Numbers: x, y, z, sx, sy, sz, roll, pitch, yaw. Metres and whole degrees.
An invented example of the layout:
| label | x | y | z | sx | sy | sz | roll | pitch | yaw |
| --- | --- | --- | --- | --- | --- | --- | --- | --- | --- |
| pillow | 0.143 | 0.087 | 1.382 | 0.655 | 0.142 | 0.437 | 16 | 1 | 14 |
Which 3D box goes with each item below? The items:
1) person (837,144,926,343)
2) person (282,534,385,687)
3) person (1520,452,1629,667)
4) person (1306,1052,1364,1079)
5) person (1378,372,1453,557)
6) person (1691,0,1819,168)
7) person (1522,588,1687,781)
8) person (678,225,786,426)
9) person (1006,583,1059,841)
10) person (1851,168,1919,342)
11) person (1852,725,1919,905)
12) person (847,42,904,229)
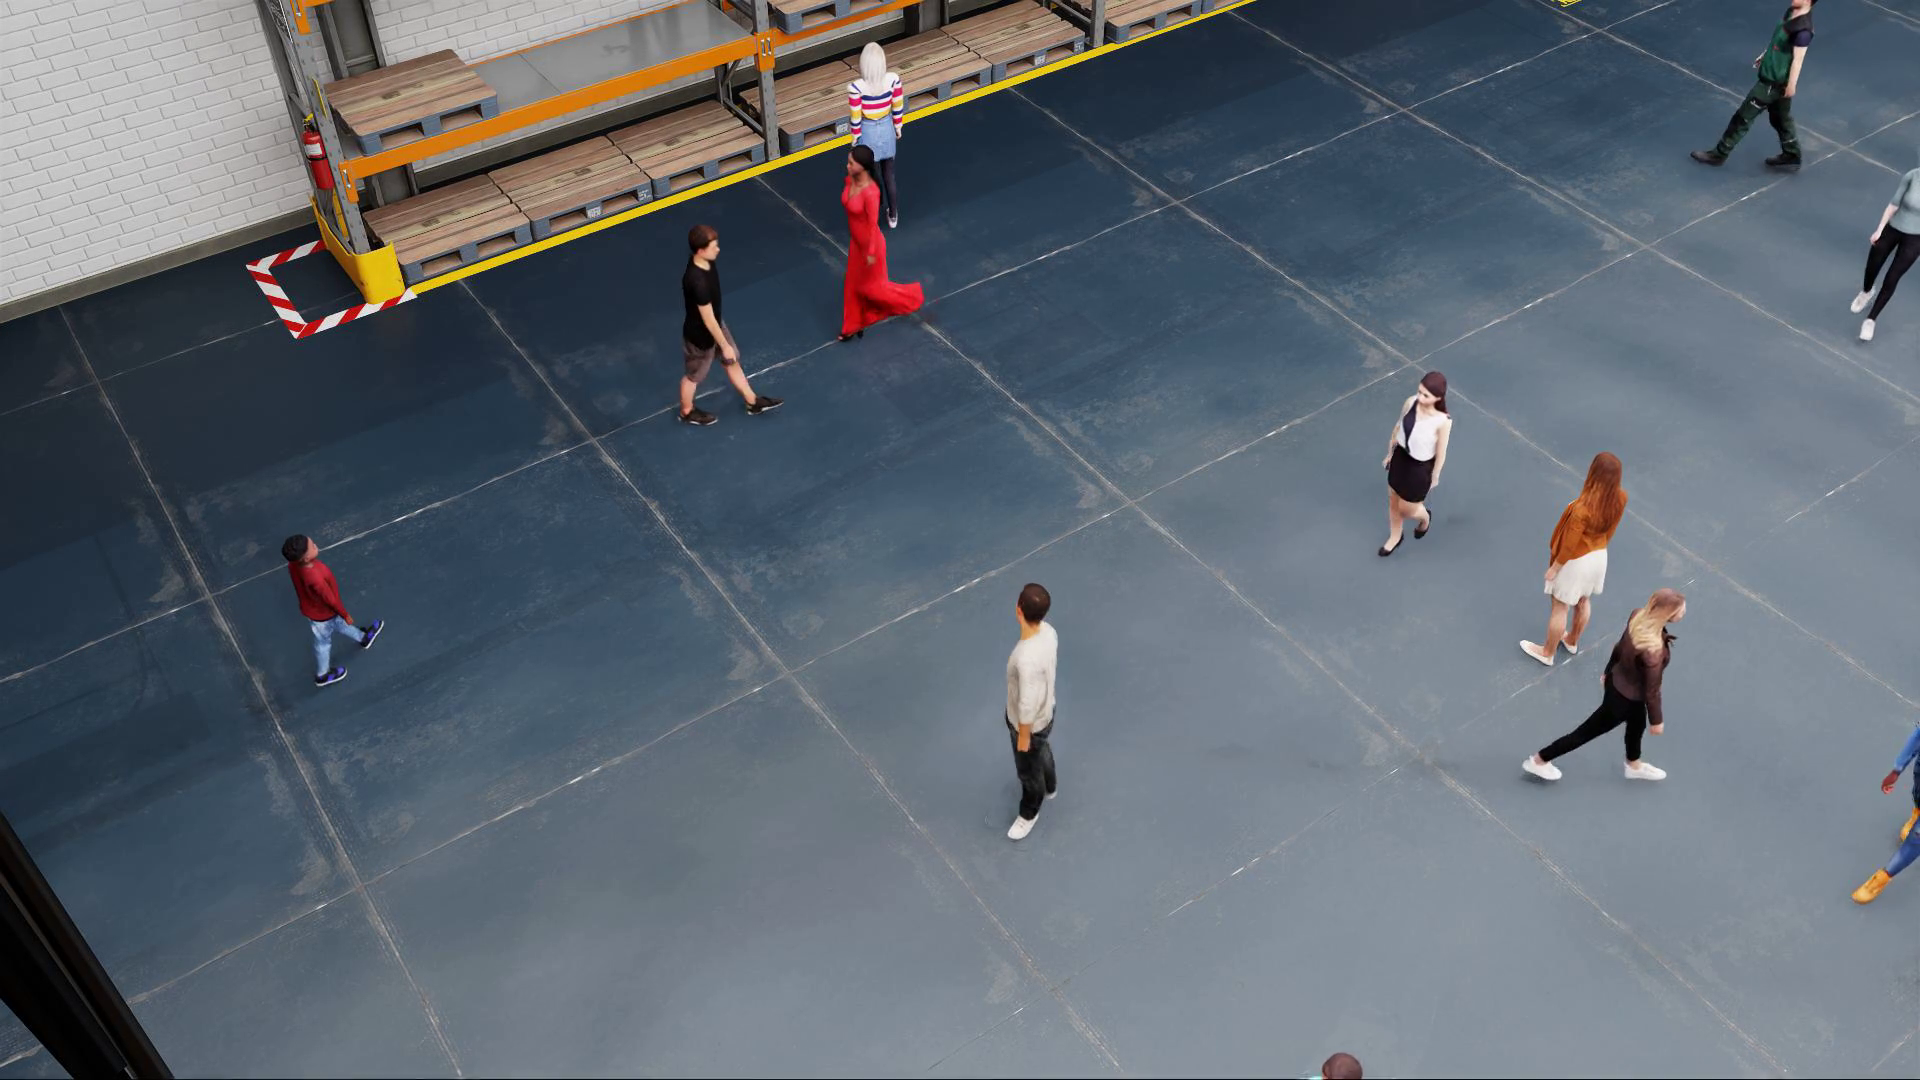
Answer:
| label | x | y | z | sx | sy | sz | roll | pitch | yaw |
| --- | --- | --- | --- | --- | --- | --- | --- | --- | --- |
| person | -0.682 | -2.391 | 13.471 | 0.960 | 1.766 | 0.618 | -25 | 49 | -24 |
| person | -4.228 | 0.476 | 10.847 | 0.843 | 1.234 | 0.595 | -34 | 53 | -31 |
| person | 4.054 | 0.136 | 10.852 | 0.547 | 1.720 | 0.706 | -20 | 47 | -20 |
| person | 1.791 | 2.909 | 8.069 | 0.759 | 1.545 | 0.940 | 23 | 48 | 22 |
| person | 3.224 | -0.538 | 11.619 | 0.666 | 1.638 | 0.556 | -26 | 50 | -25 |
| person | 7.642 | -4.252 | 15.356 | 1.202 | 1.860 | 1.250 | 12 | 45 | 13 |
| person | 3.922 | 0.939 | 10.052 | 1.156 | 1.660 | 1.103 | 7 | 44 | 7 |
| person | -2.024 | -1.589 | 12.588 | 1.192 | 1.823 | 1.081 | 2 | 44 | 2 |
| person | 0.441 | 1.073 | 9.830 | 0.856 | 1.772 | 0.801 | -4 | 44 | -4 |
| person | 7.705 | -2.487 | 13.592 | 0.761 | 1.738 | 0.918 | 26 | 49 | 25 |
| person | 5.732 | 1.331 | 9.635 | 1.162 | 1.668 | 0.629 | -28 | 50 | -26 |
| person | -0.733 | -3.555 | 14.662 | 0.541 | 1.809 | 0.758 | -16 | 46 | -16 |
